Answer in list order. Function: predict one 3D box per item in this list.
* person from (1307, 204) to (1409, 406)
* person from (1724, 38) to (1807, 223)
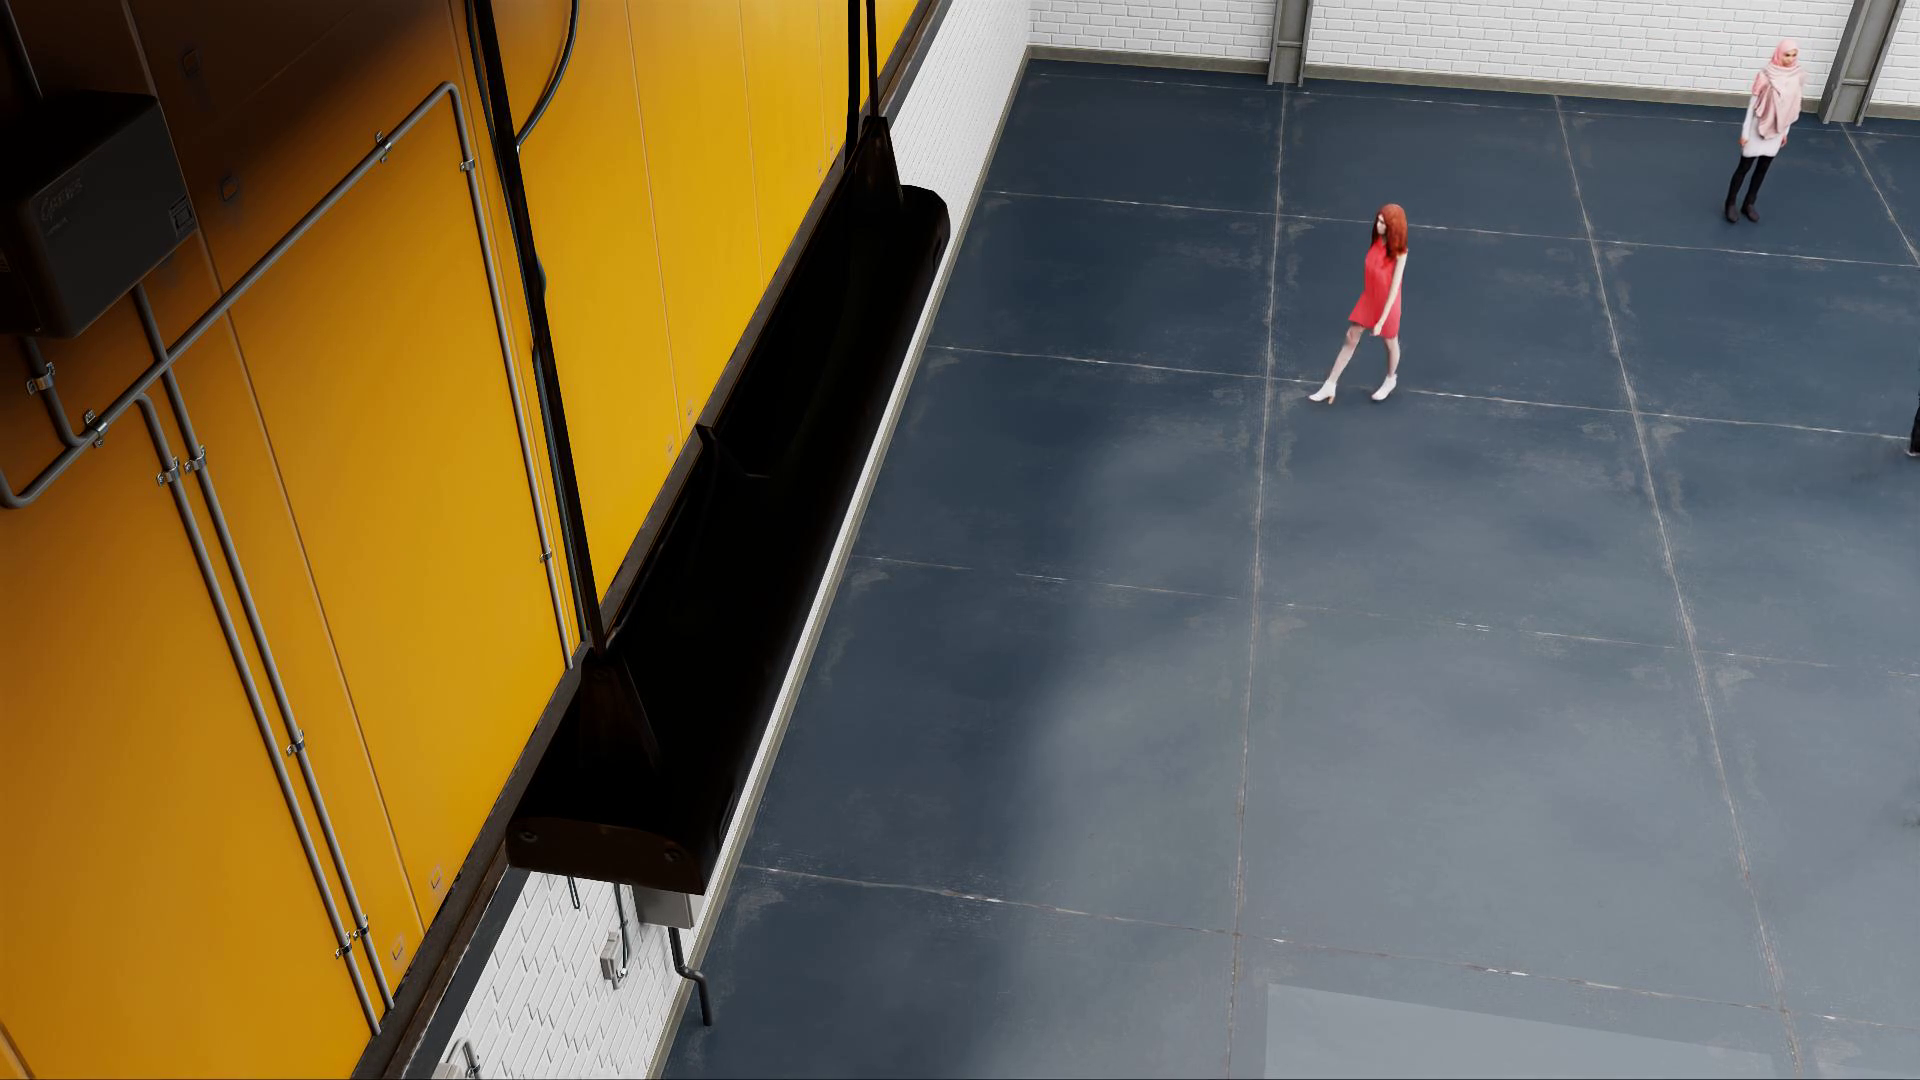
[{"bbox_3d":[3.452,-1.865,13.337,1.131,1.792,1.000,-18,42,-21],"label":"person"},{"bbox_3d":[7.683,-3.912,15.890,0.605,1.804,0.739,-3,39,-4],"label":"person"}]
